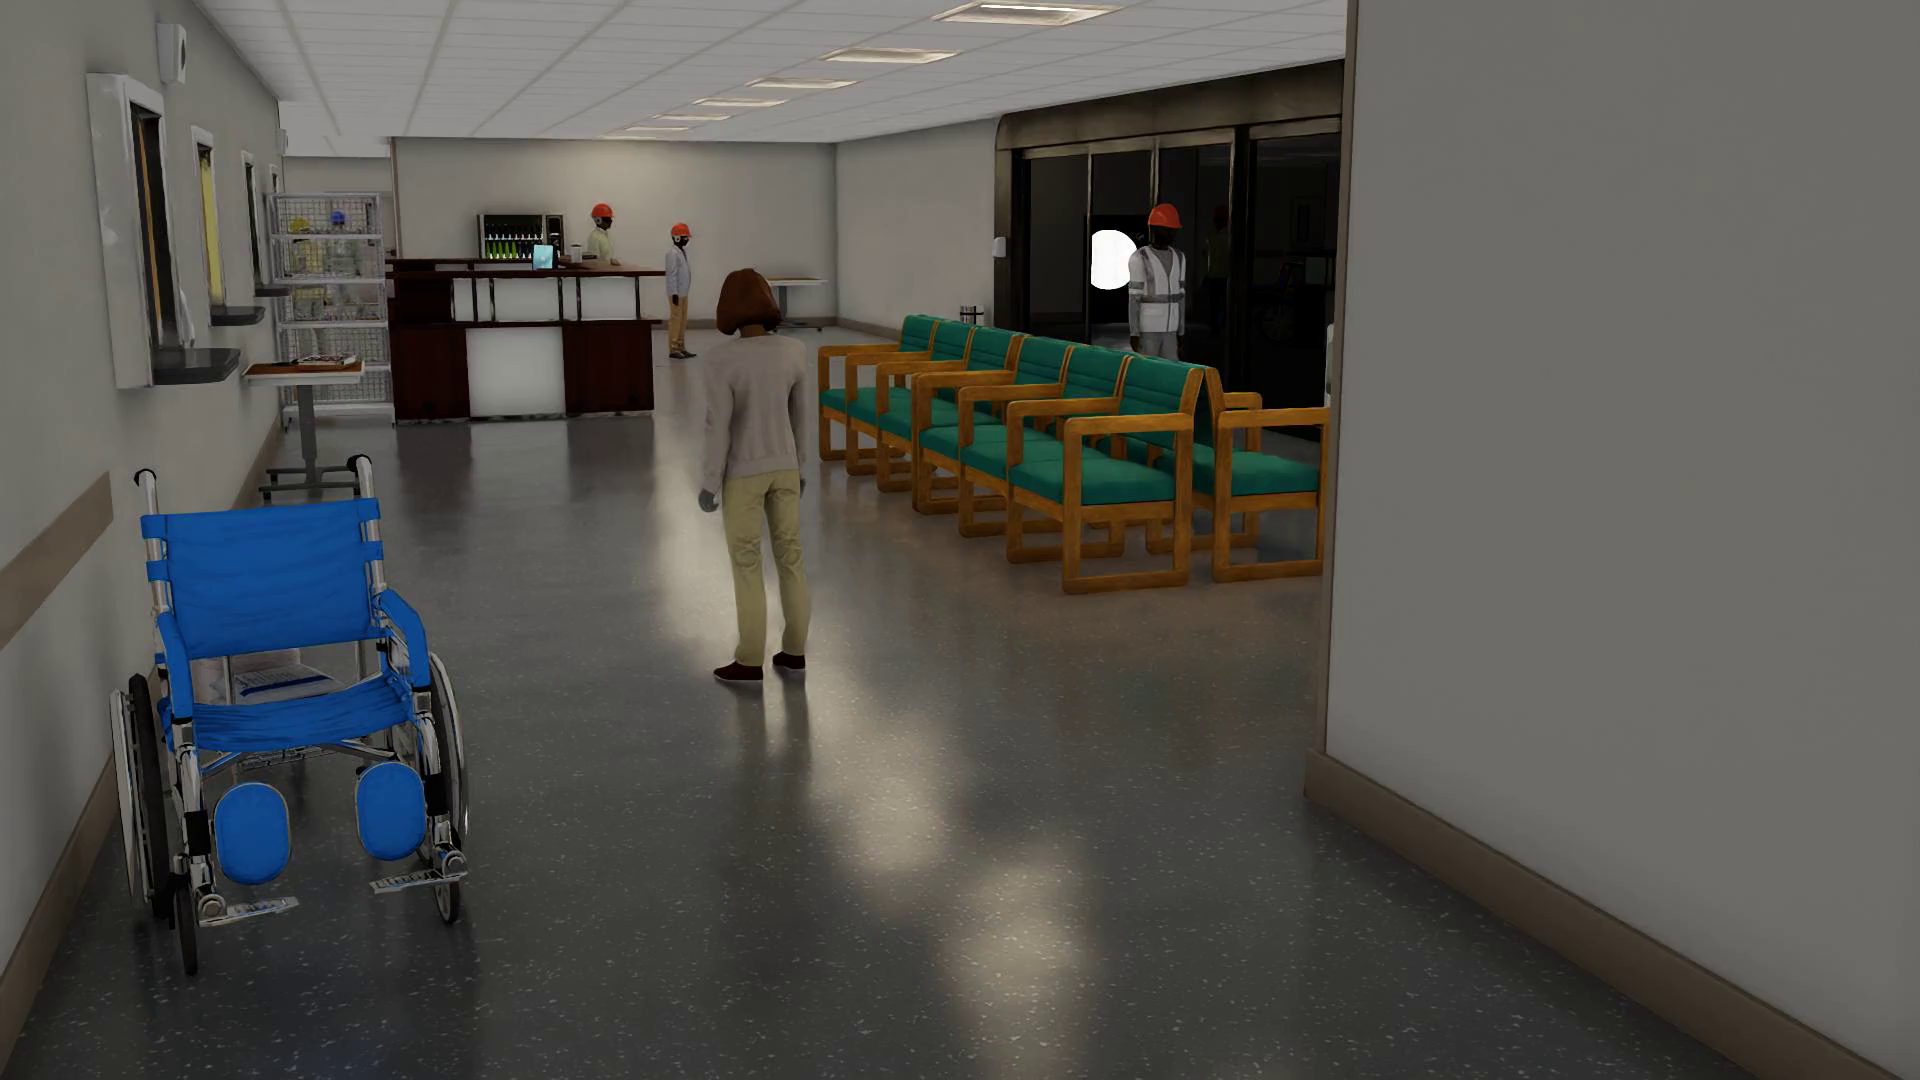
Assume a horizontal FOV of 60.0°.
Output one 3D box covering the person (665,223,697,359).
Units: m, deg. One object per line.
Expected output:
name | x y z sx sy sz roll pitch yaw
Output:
person | -3.612 -3.218 21.525 0.348 1.743 0.564 2 11 8

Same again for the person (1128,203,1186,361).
person | 1.589 -1.703 13.275 0.547 1.930 0.387 -7 13 -31

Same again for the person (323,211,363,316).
person | -10.555 -4.663 28.479 0.617 1.924 0.631 1 11 5

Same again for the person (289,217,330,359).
person | -7.781 -2.917 19.795 0.414 1.823 0.598 5 12 26

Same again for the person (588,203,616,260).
person | -4.531 -3.278 21.178 0.389 1.992 0.625 1 11 3

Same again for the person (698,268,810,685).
person | -0.803 -0.246 6.552 0.498 1.633 0.278 -10 15 -42
